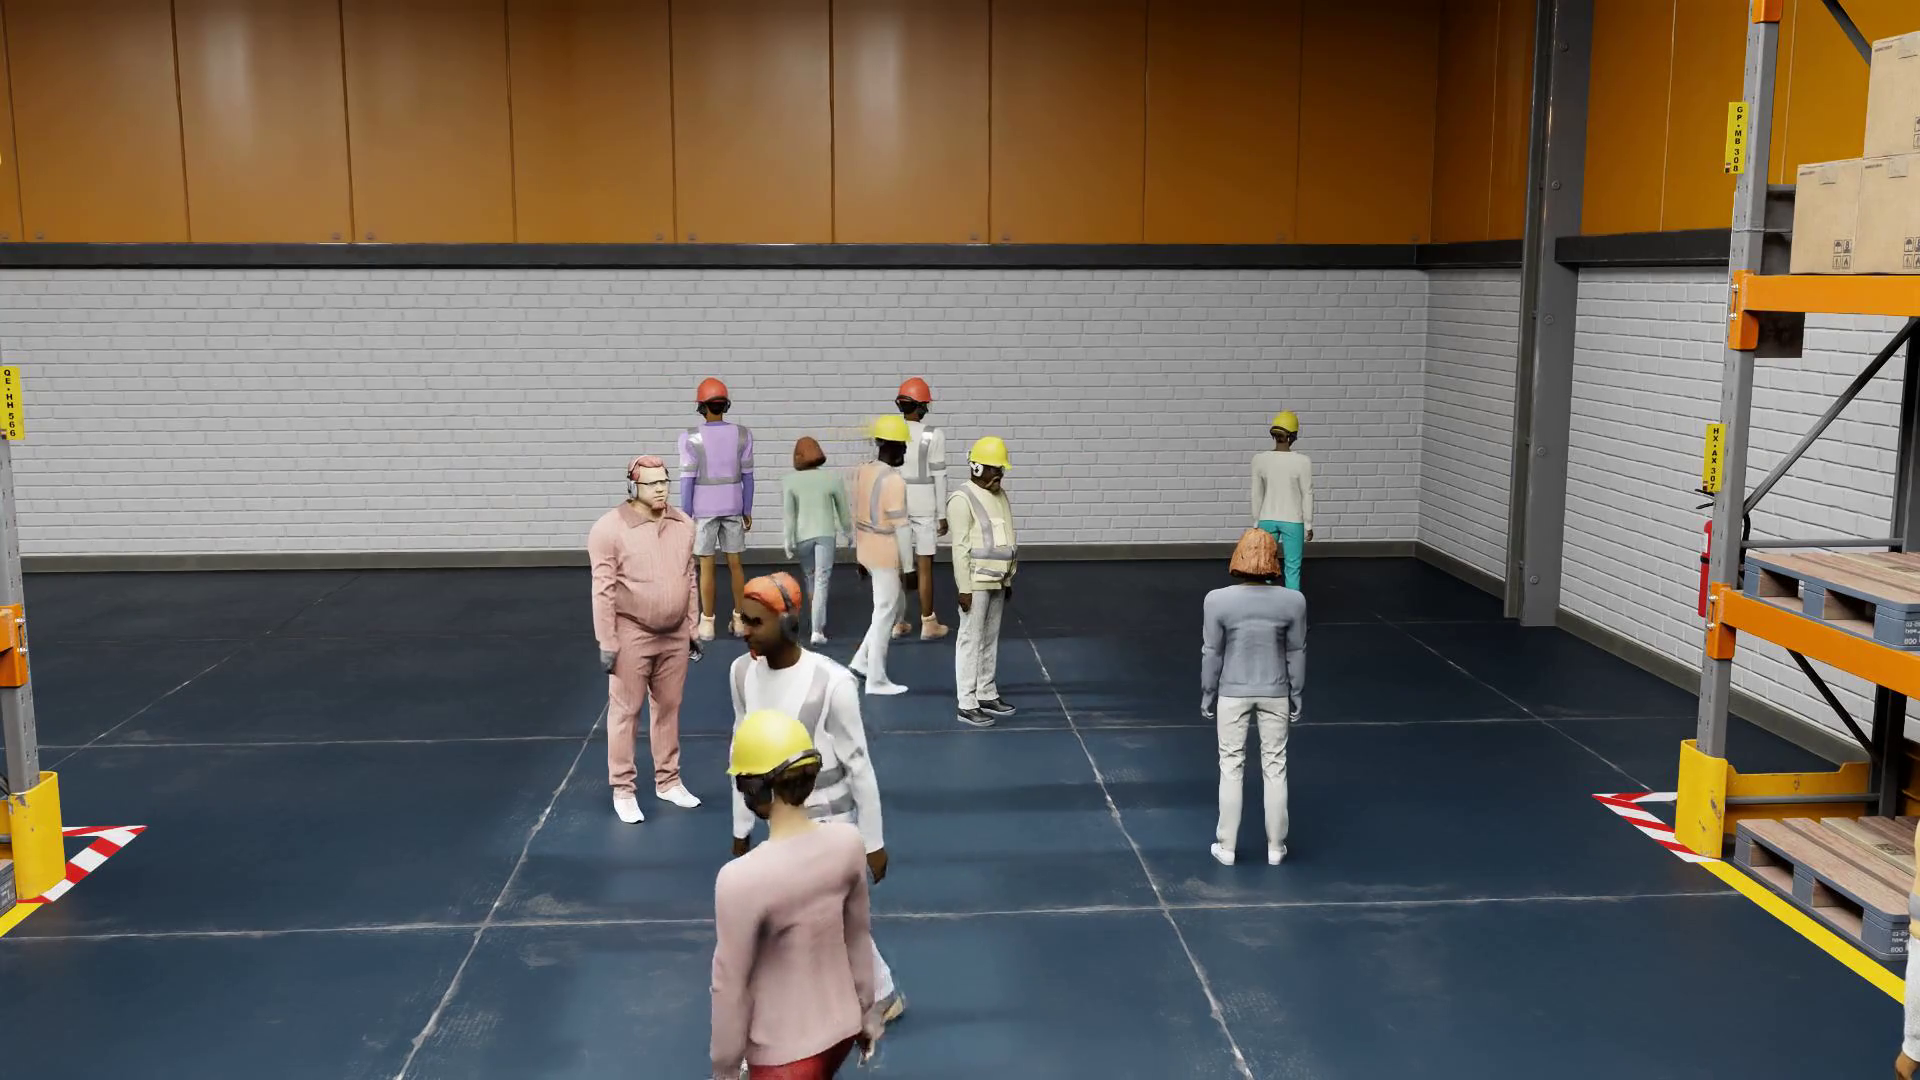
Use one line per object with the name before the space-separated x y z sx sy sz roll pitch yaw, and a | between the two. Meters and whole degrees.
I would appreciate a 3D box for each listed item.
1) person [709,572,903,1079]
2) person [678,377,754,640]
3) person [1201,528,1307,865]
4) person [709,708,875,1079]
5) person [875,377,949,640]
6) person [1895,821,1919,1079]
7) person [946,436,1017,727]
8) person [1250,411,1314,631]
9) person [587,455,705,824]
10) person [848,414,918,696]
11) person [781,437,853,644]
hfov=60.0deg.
person | -0.533 0.998 5.899 0.966 1.826 0.597 -9 12 -43
person | -1.899 -0.241 12.952 0.608 2.047 0.365 -5 10 -29
person | 1.406 0.756 7.987 0.505 1.633 0.279 0 9 2
person | -0.360 1.299 4.299 0.801 1.726 0.529 6 11 35
person | -0.361 -0.242 12.965 0.606 2.045 0.389 4 10 26
person | 2.601 1.230 4.087 0.542 1.929 0.368 3 10 19
person | 0.159 0.250 10.561 0.404 1.827 0.586 5 10 29
person | 2.555 -0.138 13.182 0.524 1.769 0.316 6 11 32
person | -1.612 0.504 8.712 0.636 1.911 0.404 -9 12 -43
person | -0.492 0.110 11.179 0.422 1.908 0.598 -4 10 -22
person | -1.129 -0.012 12.969 0.514 1.576 0.902 1 9 6
